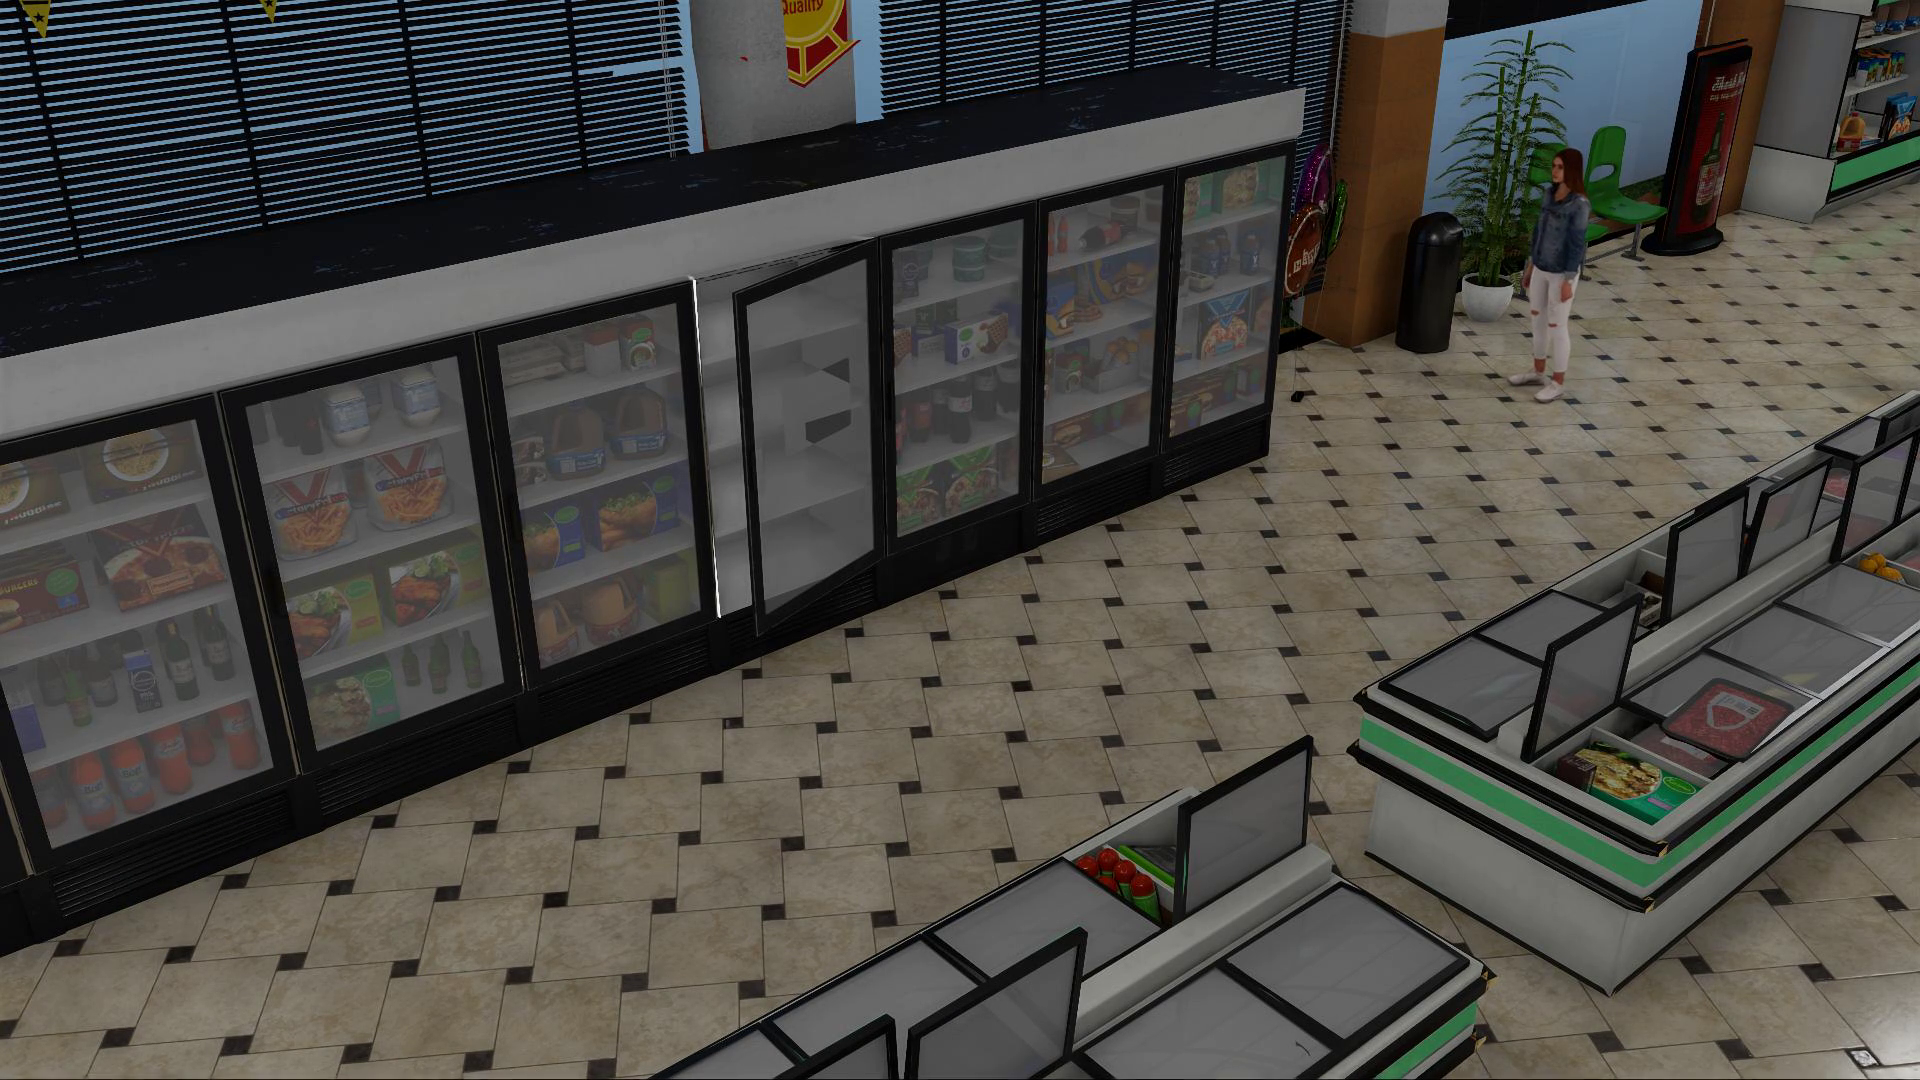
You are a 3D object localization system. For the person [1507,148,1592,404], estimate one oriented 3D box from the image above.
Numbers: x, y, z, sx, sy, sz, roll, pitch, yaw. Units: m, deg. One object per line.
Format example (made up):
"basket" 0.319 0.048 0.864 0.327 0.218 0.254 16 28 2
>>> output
"person" 3.985 -1.775 11.094 0.677 1.695 0.693 -7 28 -14
